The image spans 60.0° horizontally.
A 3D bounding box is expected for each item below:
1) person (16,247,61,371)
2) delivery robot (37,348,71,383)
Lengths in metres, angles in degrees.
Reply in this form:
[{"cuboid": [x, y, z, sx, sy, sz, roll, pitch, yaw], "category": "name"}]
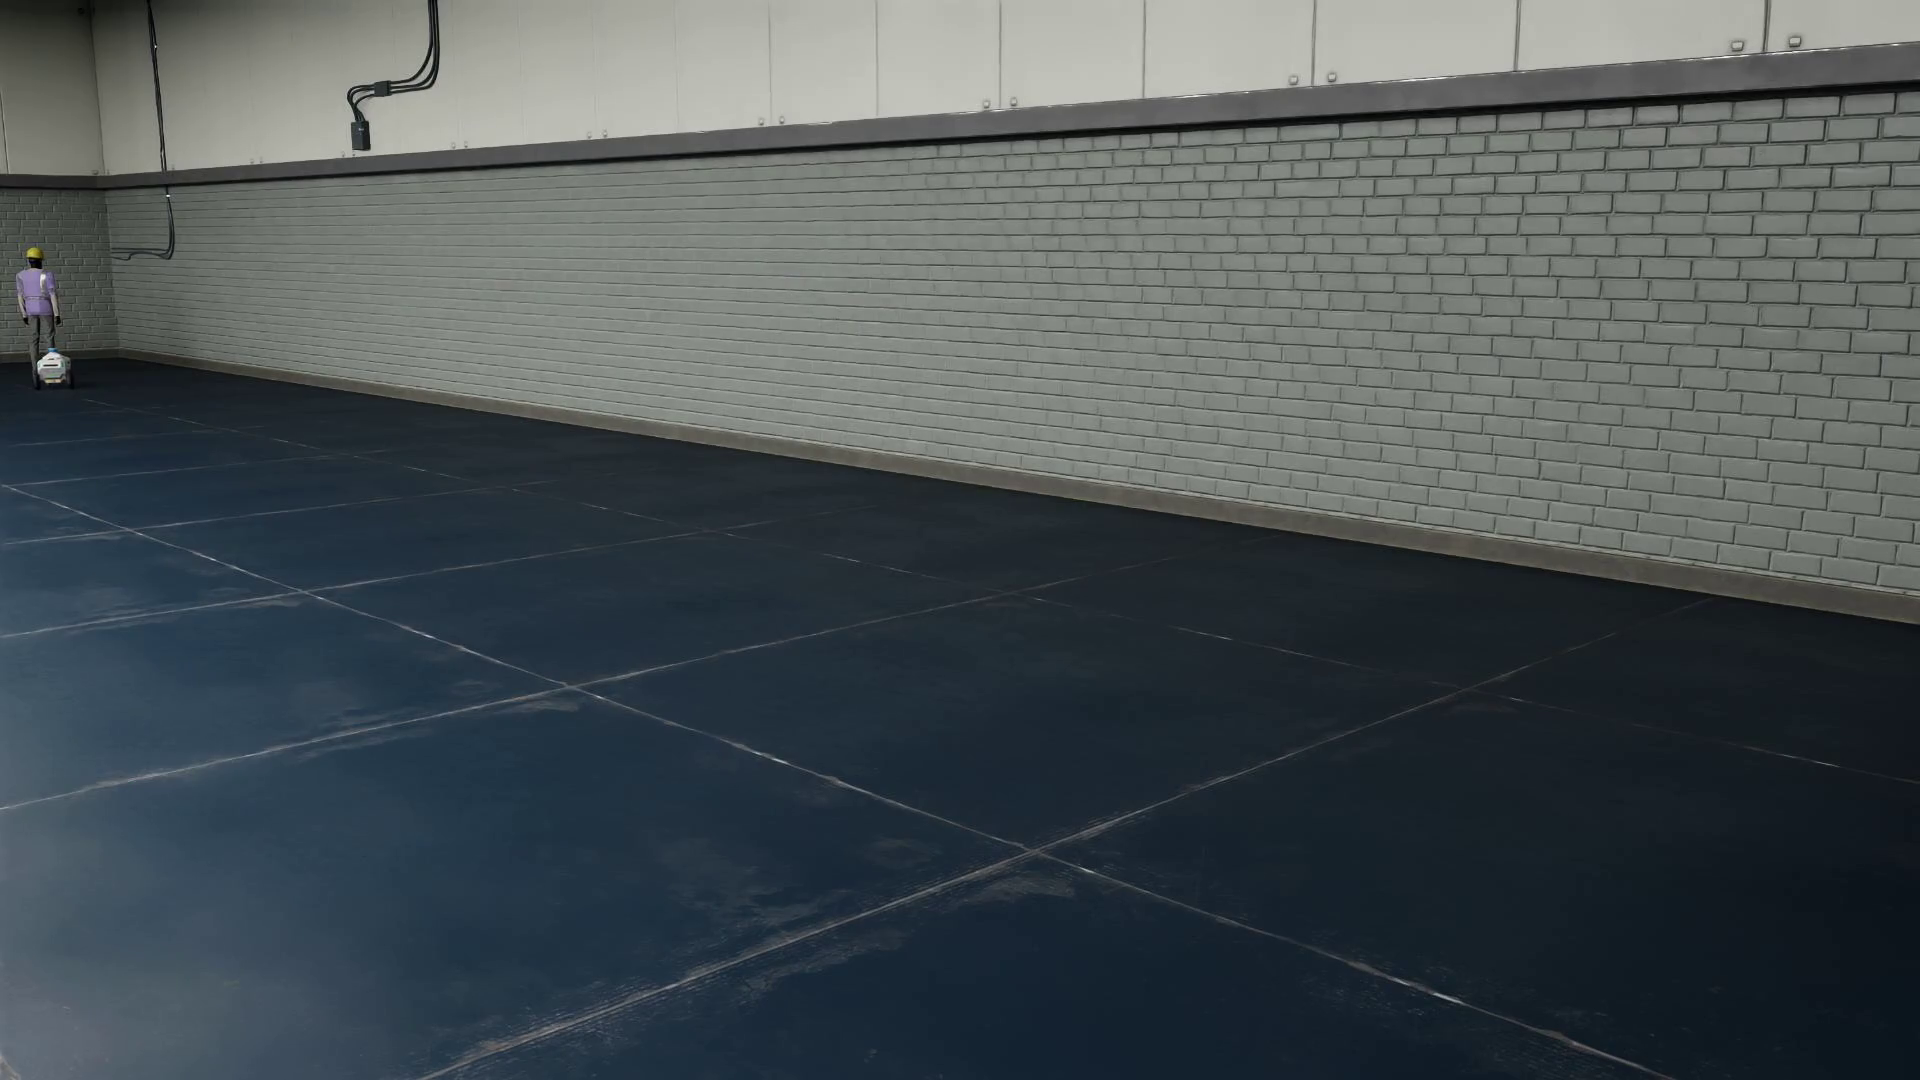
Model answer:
[{"cuboid": [-13.911, -3.451, 25.156, 0.587, 1.928, 0.362, 0, 10, -1], "category": "person"}, {"cuboid": [-12.628, -2.428, 23.185, 0.477, 0.478, 0.707, -4, 11, -21], "category": "delivery robot"}]
